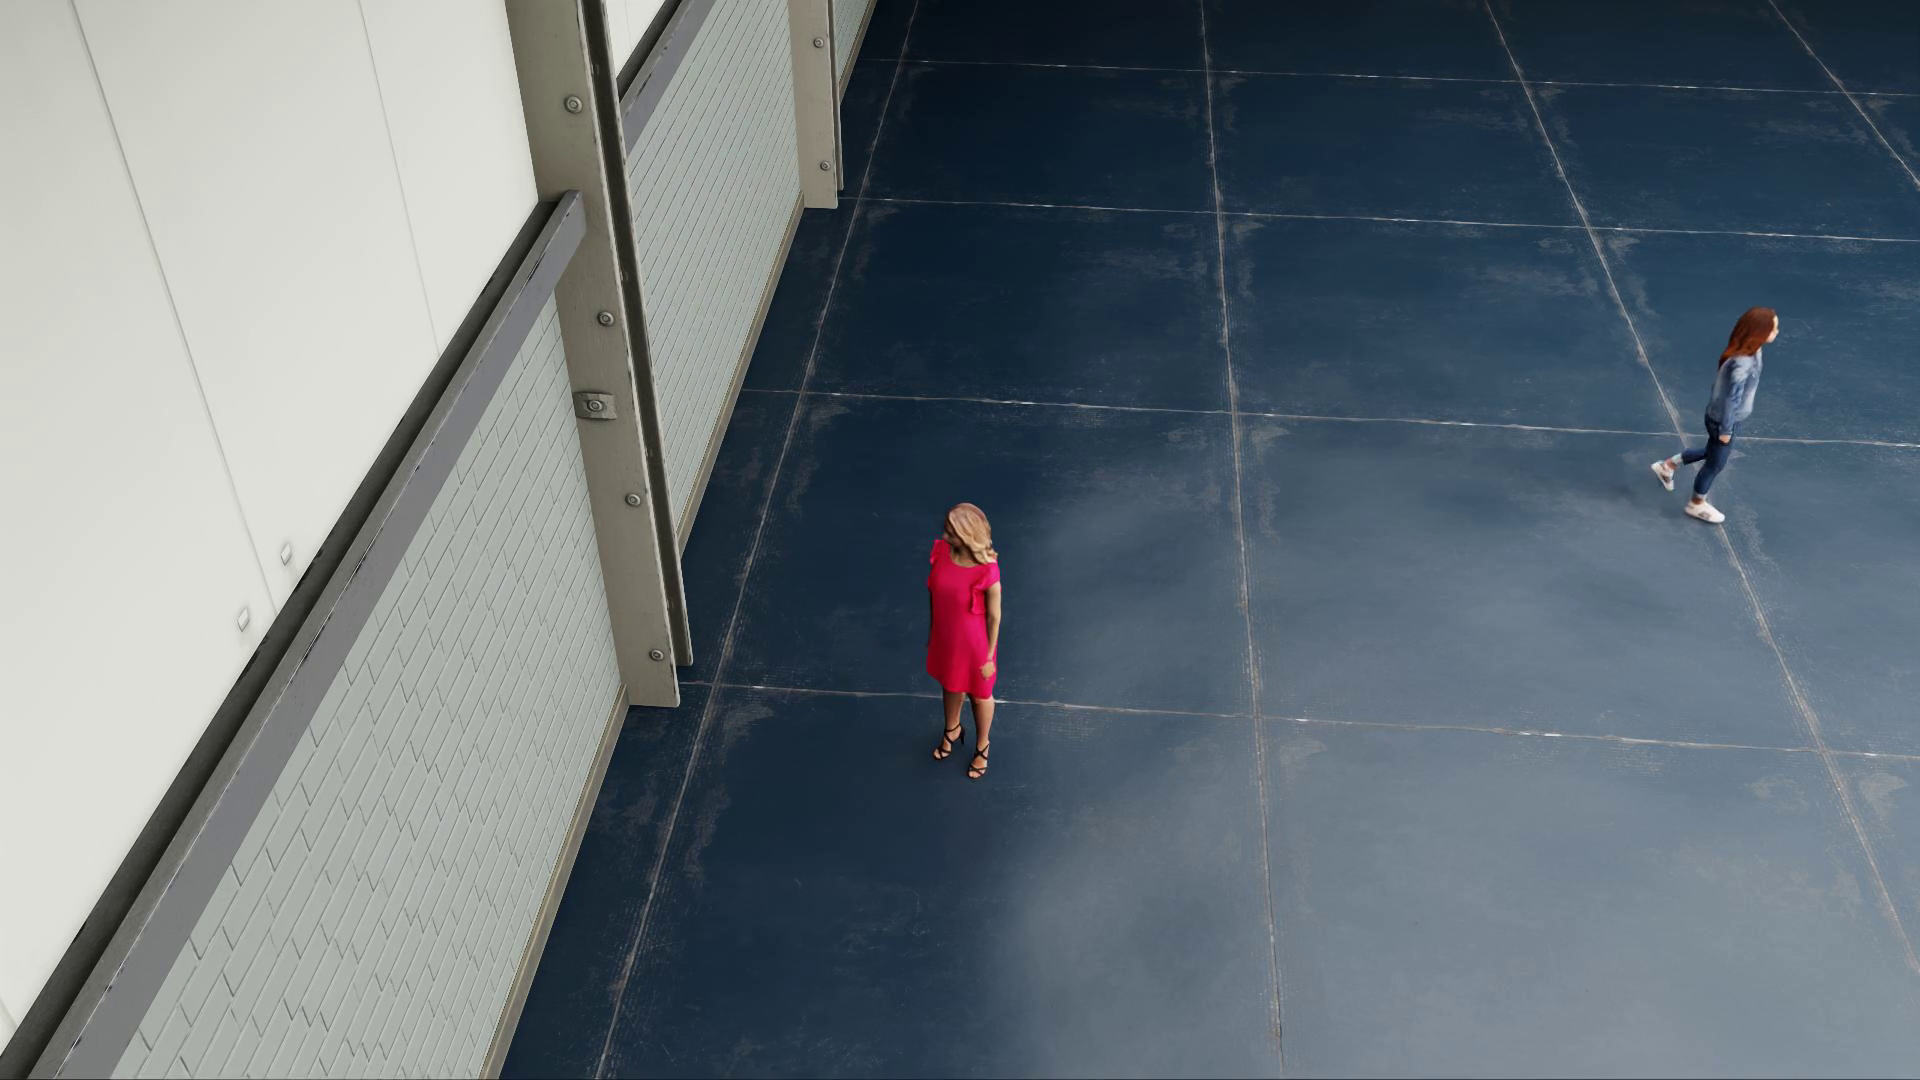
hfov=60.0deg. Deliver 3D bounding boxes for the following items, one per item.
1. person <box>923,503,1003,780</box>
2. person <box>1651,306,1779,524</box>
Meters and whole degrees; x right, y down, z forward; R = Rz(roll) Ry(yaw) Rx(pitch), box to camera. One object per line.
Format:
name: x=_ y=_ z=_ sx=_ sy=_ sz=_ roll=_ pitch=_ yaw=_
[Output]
person: x=0.032 y=0.485 z=8.293 sx=0.666 sy=1.727 sz=0.702 roll=28 pitch=46 yaw=31
person: x=4.577 y=-0.774 z=10.114 sx=0.789 sy=1.467 sz=0.773 roll=19 pitch=42 yaw=22
